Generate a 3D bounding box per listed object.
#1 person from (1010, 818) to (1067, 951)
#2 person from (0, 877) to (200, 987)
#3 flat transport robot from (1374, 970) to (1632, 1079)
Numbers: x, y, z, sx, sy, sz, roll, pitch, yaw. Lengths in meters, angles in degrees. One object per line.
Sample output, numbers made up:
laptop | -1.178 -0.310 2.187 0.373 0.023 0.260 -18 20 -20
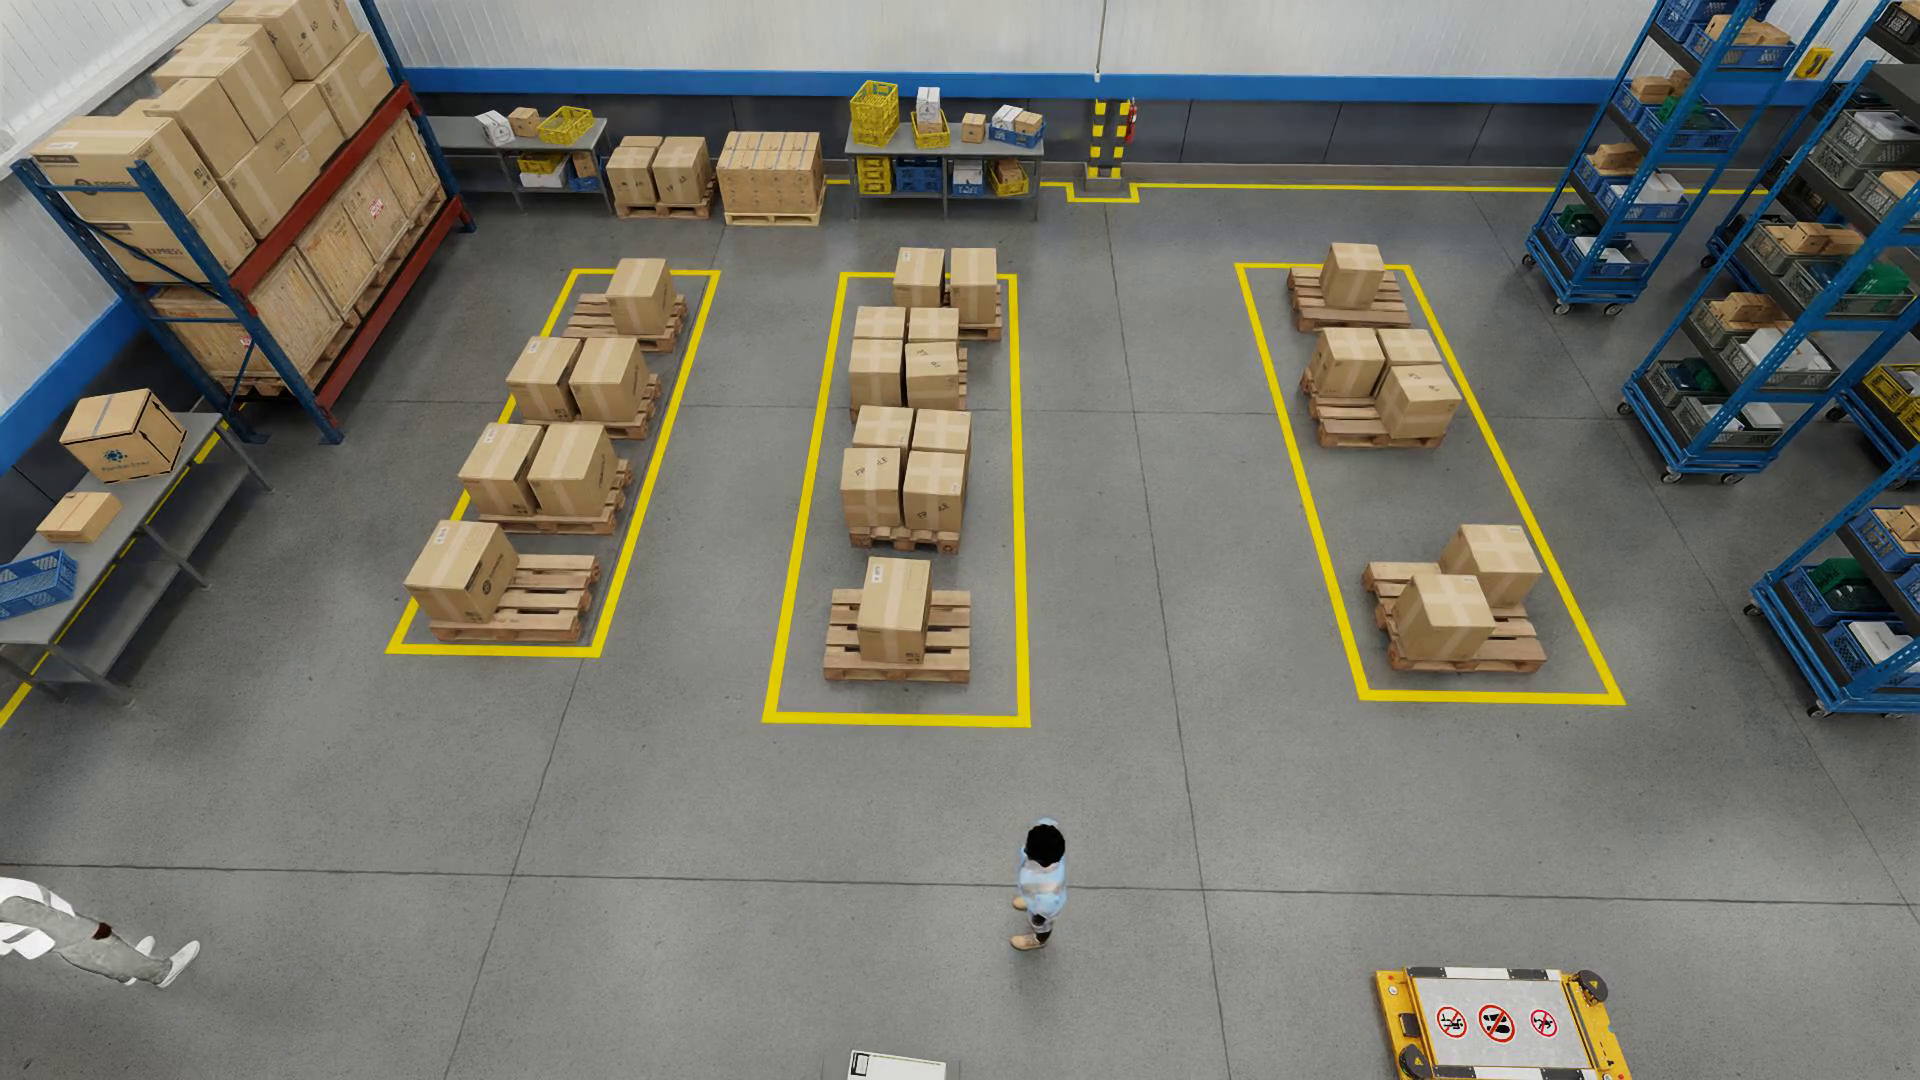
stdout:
person | 0.507 2.185 5.777 0.319 1.695 0.535 2 51 2
person | -5.501 2.322 5.519 0.591 1.922 0.392 6 51 5
flat transport robot | 3.501 3.133 5.914 1.431 0.197 0.652 1 51 1
